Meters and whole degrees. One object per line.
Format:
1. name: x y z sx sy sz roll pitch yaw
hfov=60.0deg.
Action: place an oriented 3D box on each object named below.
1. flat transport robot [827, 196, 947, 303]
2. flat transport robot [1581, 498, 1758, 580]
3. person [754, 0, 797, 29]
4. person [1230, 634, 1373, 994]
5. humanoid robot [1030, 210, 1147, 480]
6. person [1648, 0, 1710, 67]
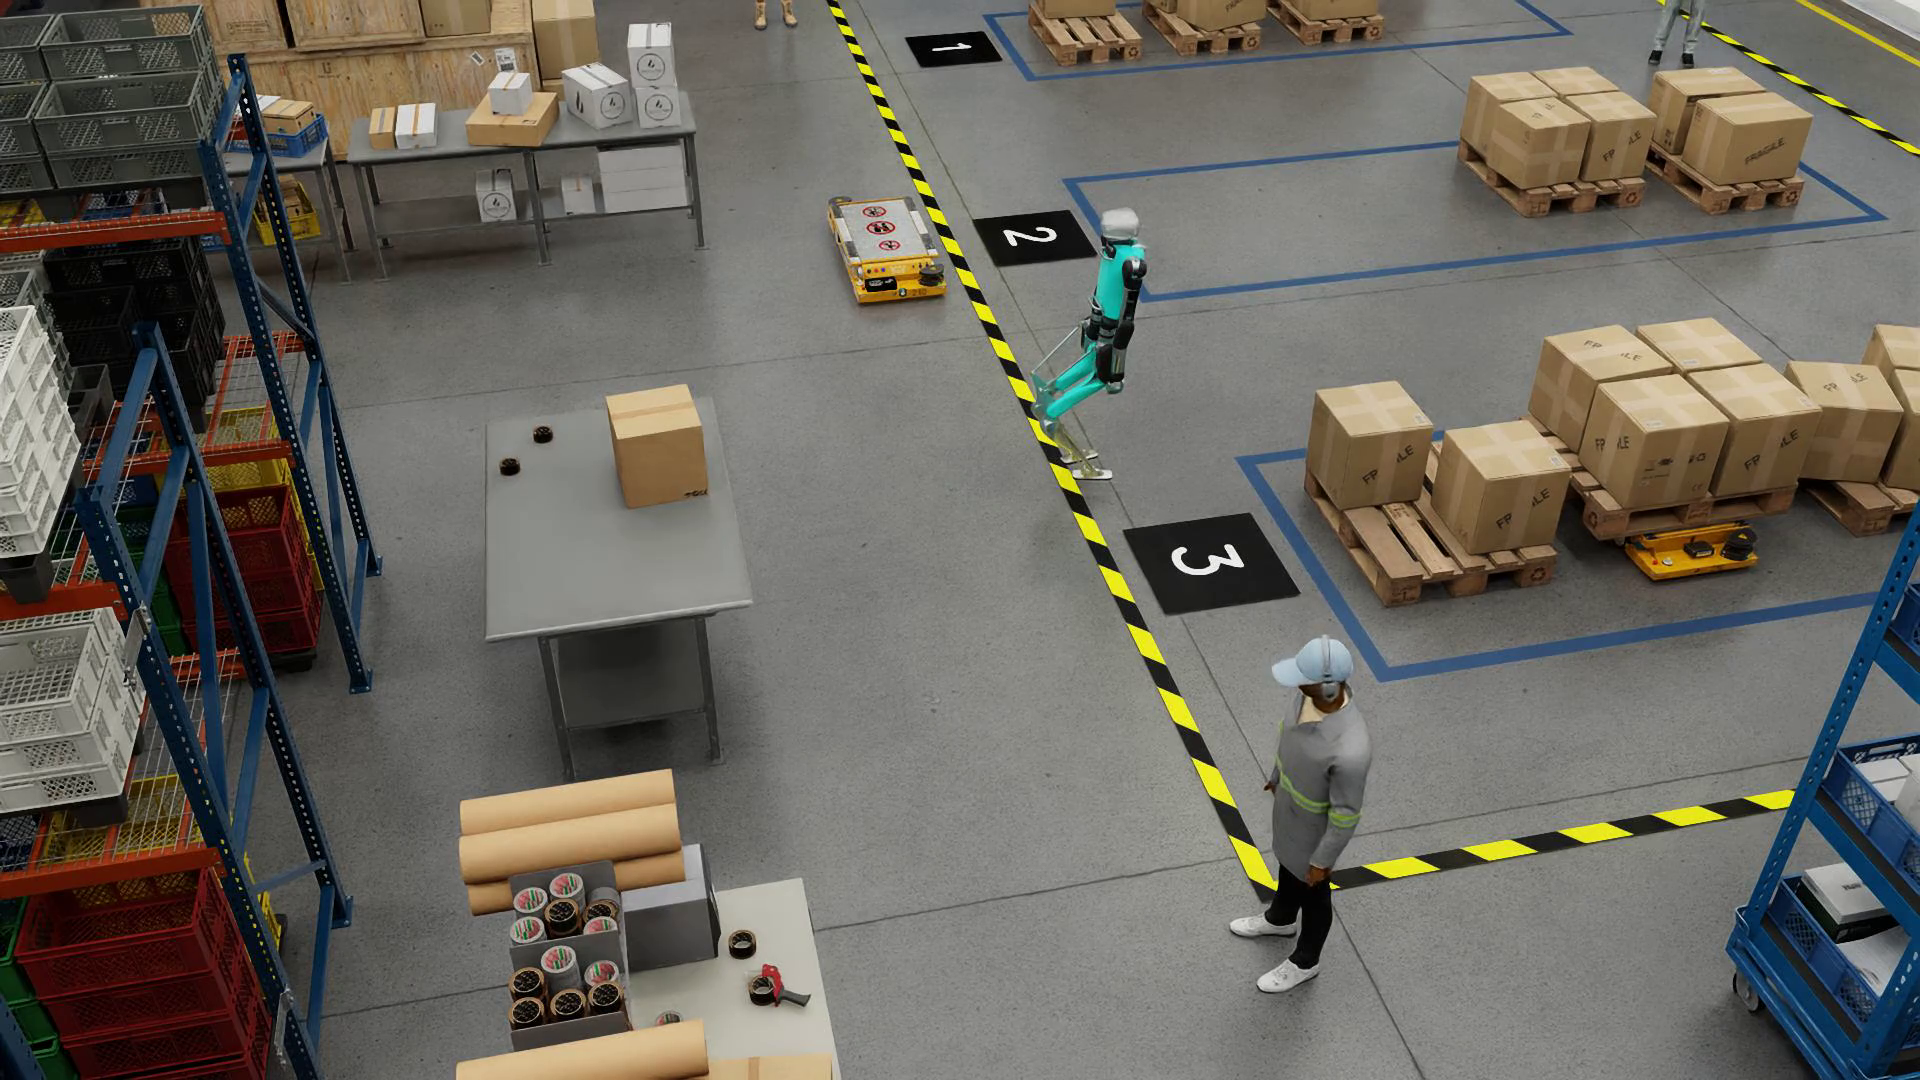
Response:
1. flat transport robot: -0.570 -2.220 12.538 0.659 0.231 1.431 -8 37 -10
2. flat transport robot: 4.062 -0.294 9.926 0.652 0.197 1.431 -8 37 -10
3. person: -1.832 -5.992 16.124 0.613 2.039 0.383 -8 37 -10
4. person: 1.380 1.106 6.745 0.396 1.847 0.587 -7 37 -9
5. humanoid robot: 0.681 -1.107 9.702 0.735 1.673 0.533 -7 37 -10
6. person: 6.811 -5.288 15.350 0.596 1.830 0.403 10 38 13
